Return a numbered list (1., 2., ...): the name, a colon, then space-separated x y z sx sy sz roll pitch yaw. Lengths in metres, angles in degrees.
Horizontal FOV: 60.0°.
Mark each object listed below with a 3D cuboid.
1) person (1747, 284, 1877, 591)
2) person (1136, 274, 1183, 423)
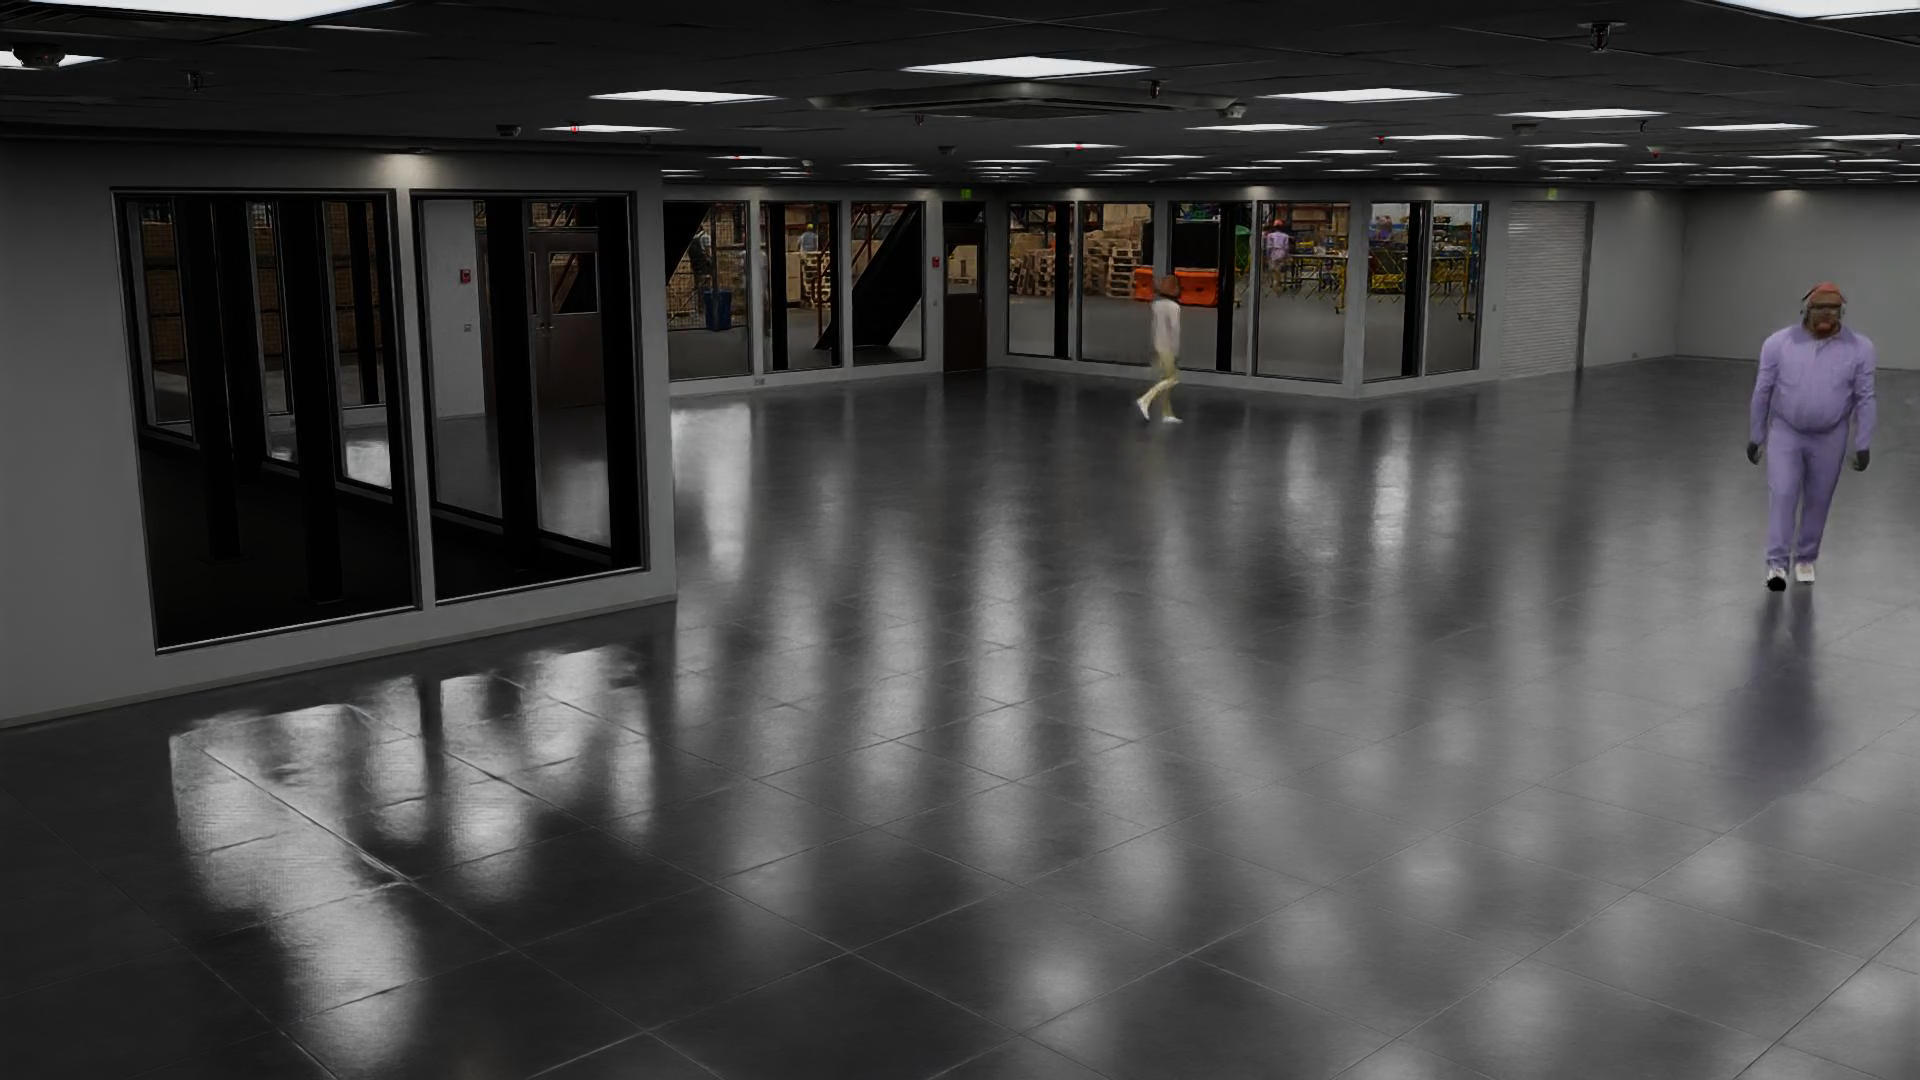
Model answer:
1. person: 5.164 -0.602 10.091 0.676 1.860 0.981 5 12 22
2. person: 2.170 -2.044 17.910 0.535 1.621 0.499 -4 12 -19
